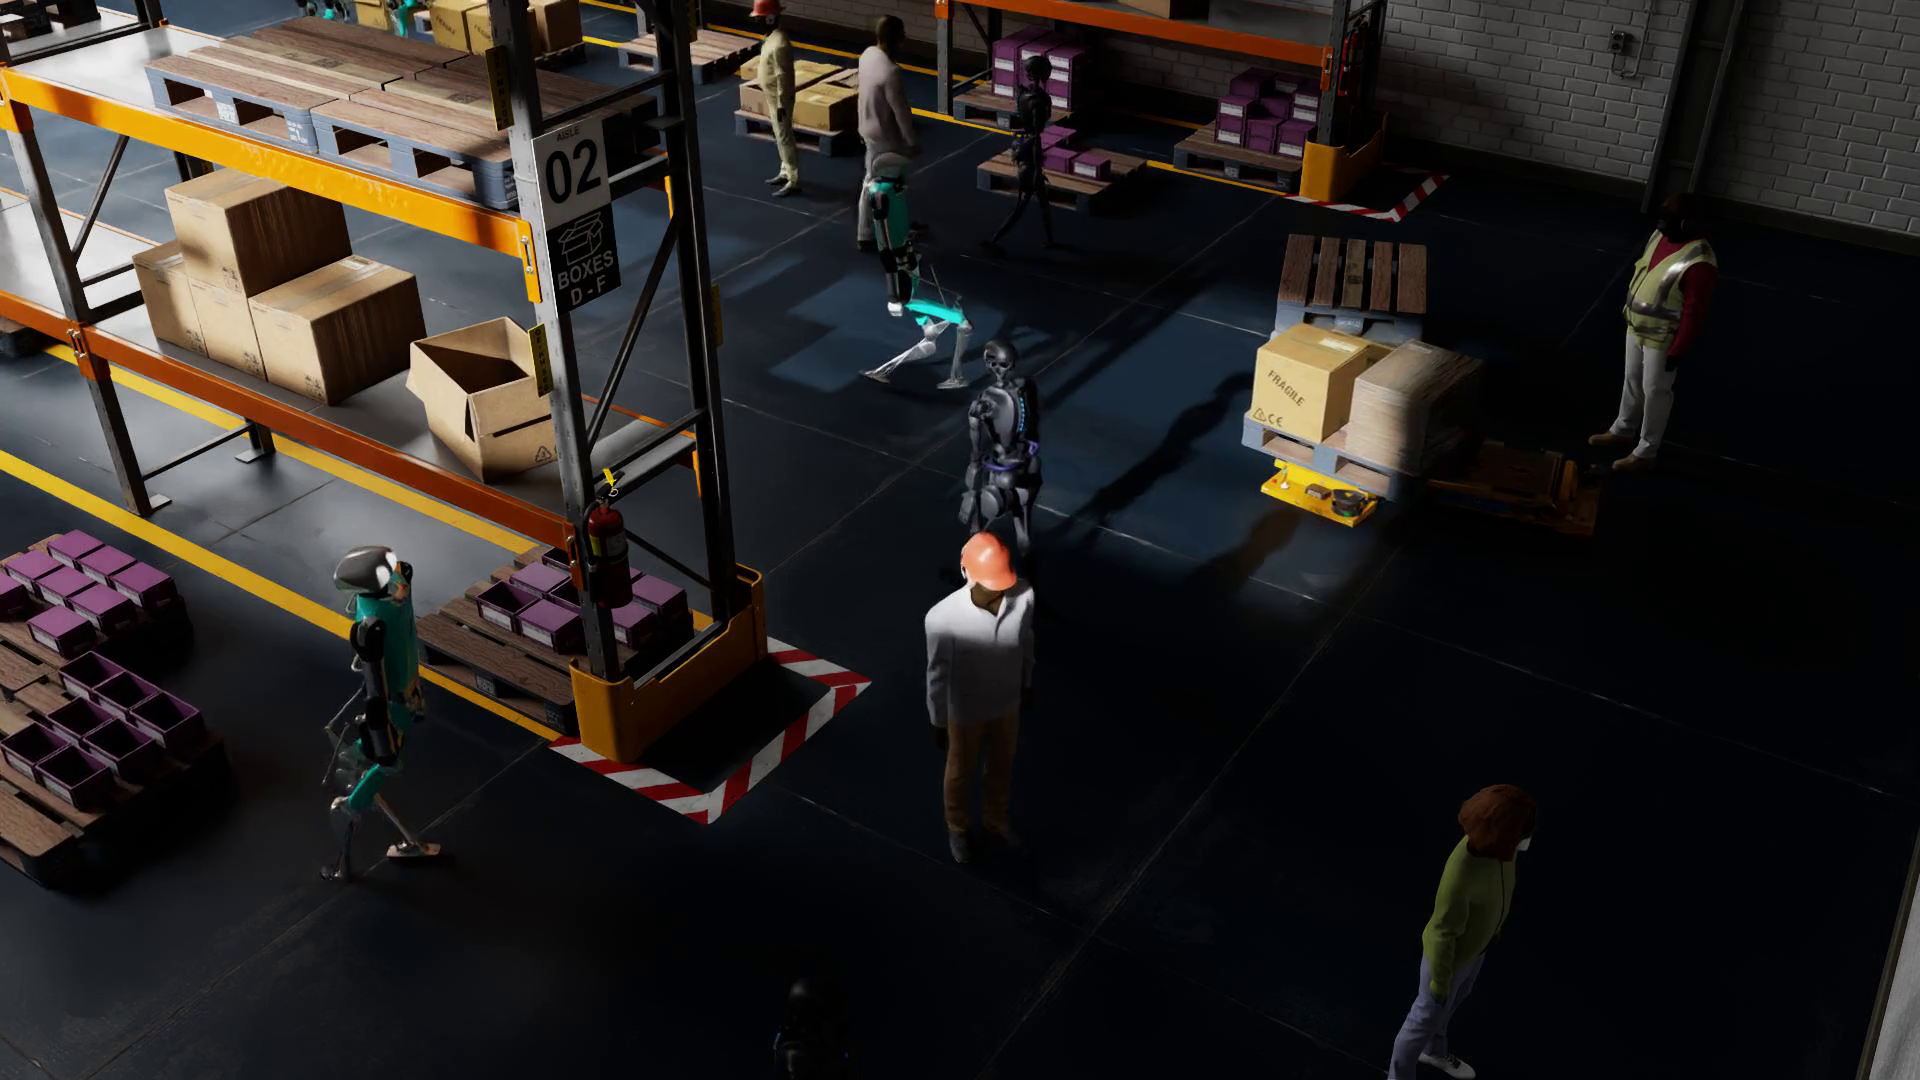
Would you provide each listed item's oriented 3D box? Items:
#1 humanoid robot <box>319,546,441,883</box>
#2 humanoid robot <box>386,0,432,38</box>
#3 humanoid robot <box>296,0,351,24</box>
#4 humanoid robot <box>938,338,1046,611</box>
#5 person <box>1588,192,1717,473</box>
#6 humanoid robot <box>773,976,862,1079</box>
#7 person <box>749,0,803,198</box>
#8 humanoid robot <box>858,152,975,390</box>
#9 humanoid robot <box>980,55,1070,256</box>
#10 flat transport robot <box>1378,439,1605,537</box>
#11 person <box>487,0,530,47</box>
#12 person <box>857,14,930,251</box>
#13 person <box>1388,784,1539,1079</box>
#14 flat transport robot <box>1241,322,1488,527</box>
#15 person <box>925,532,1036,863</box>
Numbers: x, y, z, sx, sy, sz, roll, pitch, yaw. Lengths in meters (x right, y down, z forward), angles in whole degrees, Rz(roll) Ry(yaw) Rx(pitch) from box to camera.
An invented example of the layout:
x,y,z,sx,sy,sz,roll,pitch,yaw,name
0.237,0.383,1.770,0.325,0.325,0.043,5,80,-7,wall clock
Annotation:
x,y,z,sx,sy,sz,roll,pitch,yaw,name
-2.690,0.842,7.325,0.801,1.884,0.554,0,33,0,humanoid robot
-5.873,-5.689,17.321,1.044,1.763,0.554,26,41,34,humanoid robot
-6.532,-5.304,16.721,1.028,1.765,0.566,25,40,33,humanoid robot
0.207,-0.376,9.177,0.696,1.631,0.610,26,41,34,humanoid robot
4.357,-1.299,10.428,0.429,1.842,0.630,-4,33,-6,person
-0.488,2.005,5.550,0.801,1.622,0.609,8,34,12,humanoid robot
-1.609,-3.859,14.455,0.360,1.745,0.575,-8,34,-12,person
-0.209,-1.731,11.221,1.032,1.754,0.536,6,34,9,humanoid robot
0.540,-3.074,13.353,0.765,1.635,0.612,-2,33,-3,humanoid robot
3.275,-0.390,10.472,1.431,0.231,0.659,13,35,19,flat transport robot
-4.053,-4.363,15.047,0.489,1.942,0.436,27,42,35,person
-0.510,-3.267,13.390,0.814,1.907,0.625,-10,34,-14,person
1.894,1.542,6.260,0.285,1.626,0.495,25,41,33,person
2.600,-0.542,10.706,0.659,0.231,1.431,25,40,33,flat transport robot
0.118,0.714,7.424,0.576,1.749,0.368,-19,38,-27,person
